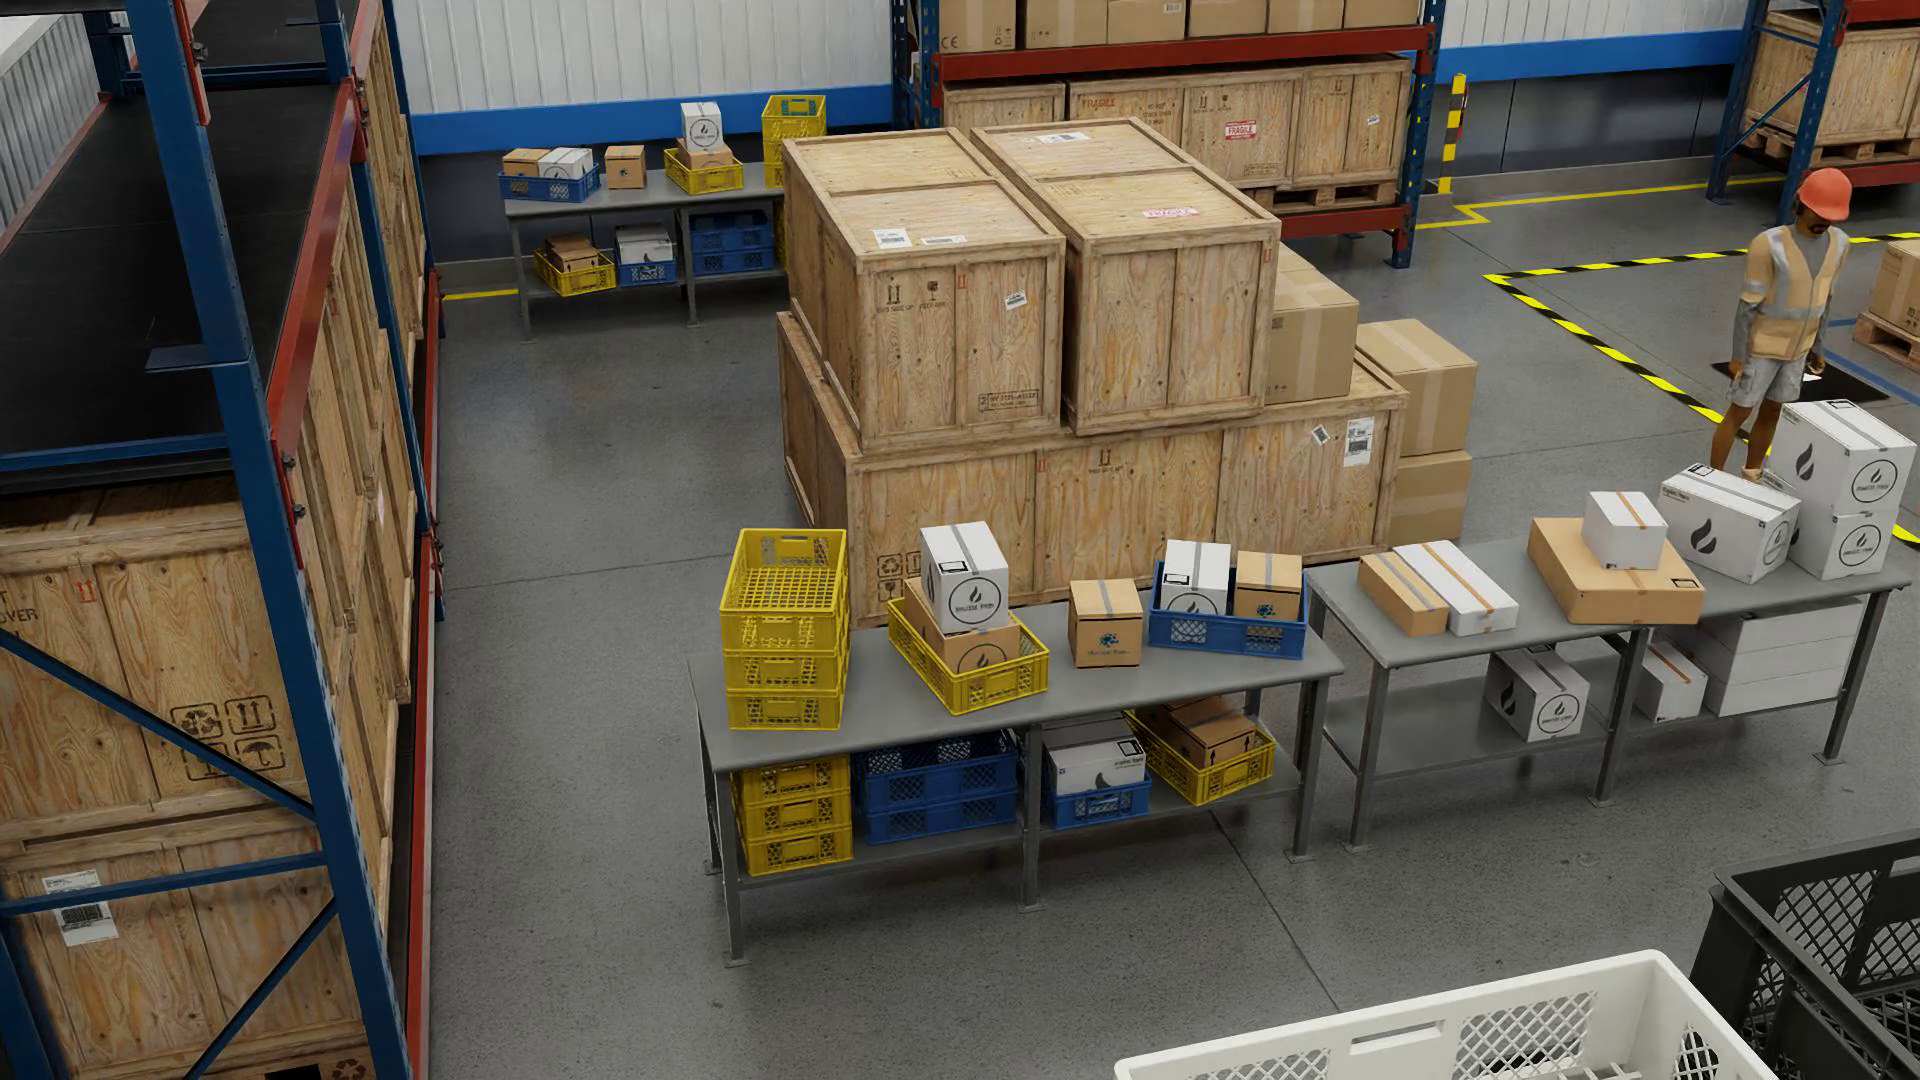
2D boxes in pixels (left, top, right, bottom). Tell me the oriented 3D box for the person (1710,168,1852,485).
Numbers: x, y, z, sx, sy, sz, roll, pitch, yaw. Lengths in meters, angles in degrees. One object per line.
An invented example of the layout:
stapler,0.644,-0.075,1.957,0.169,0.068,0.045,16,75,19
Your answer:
person,4.560,-1.069,9.231,0.605,2.033,0.389,-7,30,-13
